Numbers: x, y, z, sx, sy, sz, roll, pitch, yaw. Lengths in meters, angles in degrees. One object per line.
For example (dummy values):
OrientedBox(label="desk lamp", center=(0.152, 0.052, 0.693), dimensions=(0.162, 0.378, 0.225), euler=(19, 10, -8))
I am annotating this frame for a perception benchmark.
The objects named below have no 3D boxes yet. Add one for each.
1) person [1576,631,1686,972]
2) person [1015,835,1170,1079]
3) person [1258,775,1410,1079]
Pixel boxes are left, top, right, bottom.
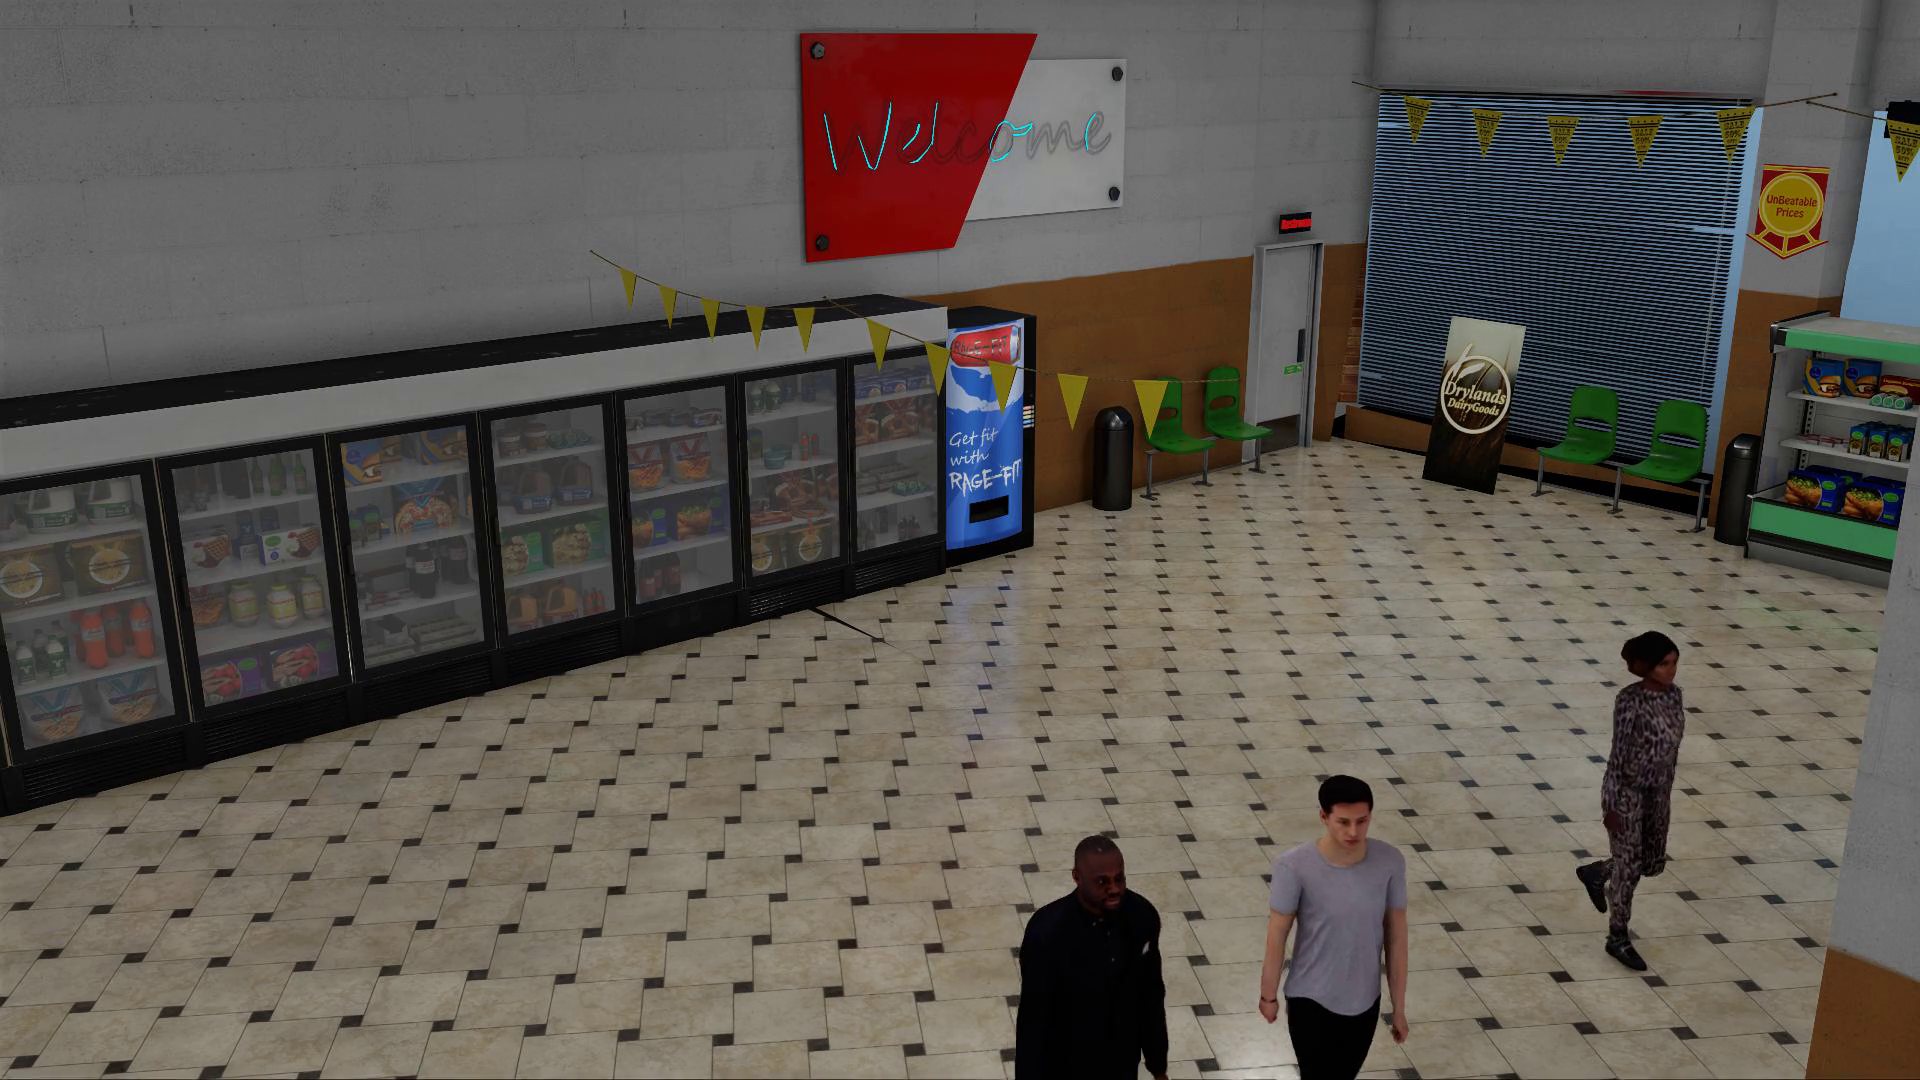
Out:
OrientedBox(label="person", center=(3.269, 1.241, 8.189), dimensions=(0.746, 1.706, 0.910), euler=(-6, 18, -18))
OrientedBox(label="person", center=(0.429, 1.848, 6.017), dimensions=(0.747, 1.807, 0.696), euler=(-10, 20, -30))
OrientedBox(label="person", center=(1.400, 1.716, 6.382), dimensions=(0.777, 1.848, 0.800), euler=(-3, 17, -11))
